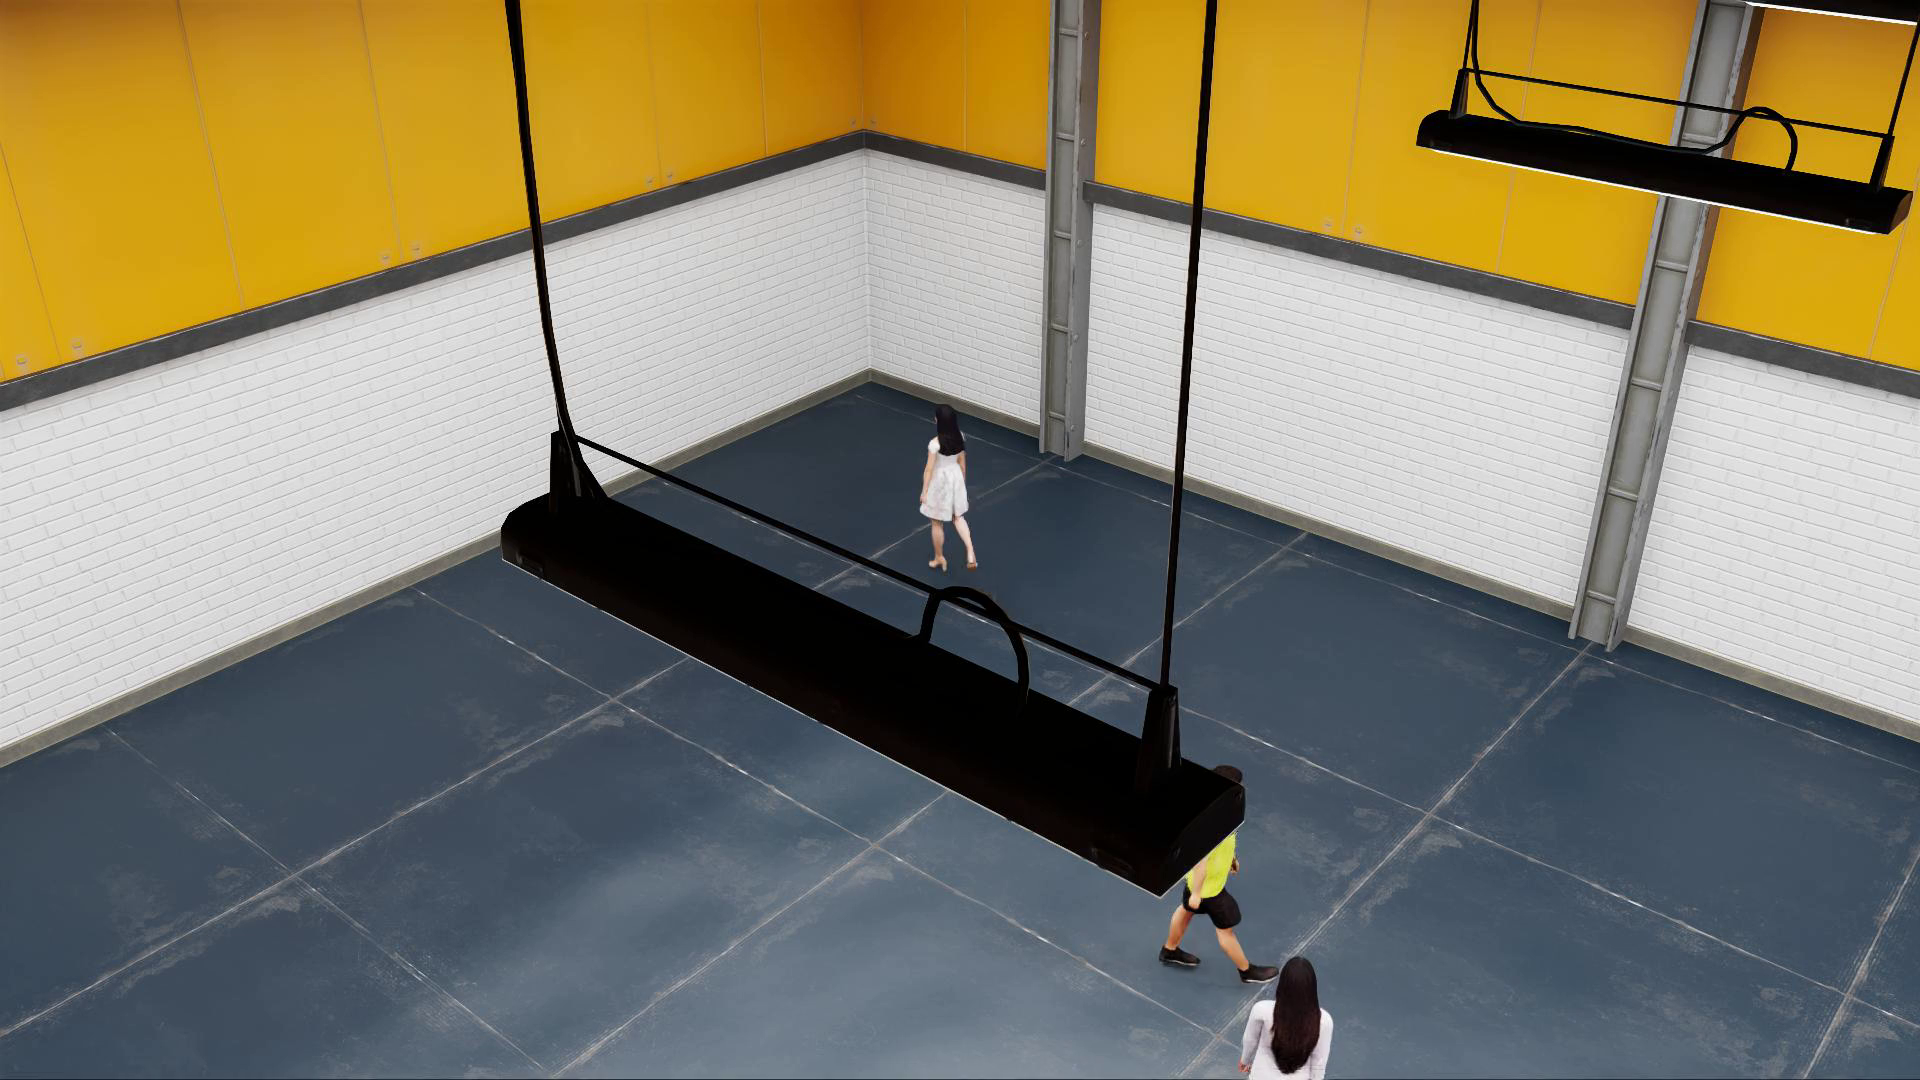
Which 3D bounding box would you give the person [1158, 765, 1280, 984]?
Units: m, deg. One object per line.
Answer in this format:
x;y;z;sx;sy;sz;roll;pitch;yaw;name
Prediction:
1.537;2.168;10.828;1.138;1.672;0.939;7;29;12;person

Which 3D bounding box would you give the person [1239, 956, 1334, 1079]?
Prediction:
1.724;3.069;9.077;1.163;1.767;1.115;2;29;4;person

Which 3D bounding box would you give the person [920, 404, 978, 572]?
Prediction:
-0.088;-0.420;15.481;0.762;1.759;0.955;-20;35;-32;person
